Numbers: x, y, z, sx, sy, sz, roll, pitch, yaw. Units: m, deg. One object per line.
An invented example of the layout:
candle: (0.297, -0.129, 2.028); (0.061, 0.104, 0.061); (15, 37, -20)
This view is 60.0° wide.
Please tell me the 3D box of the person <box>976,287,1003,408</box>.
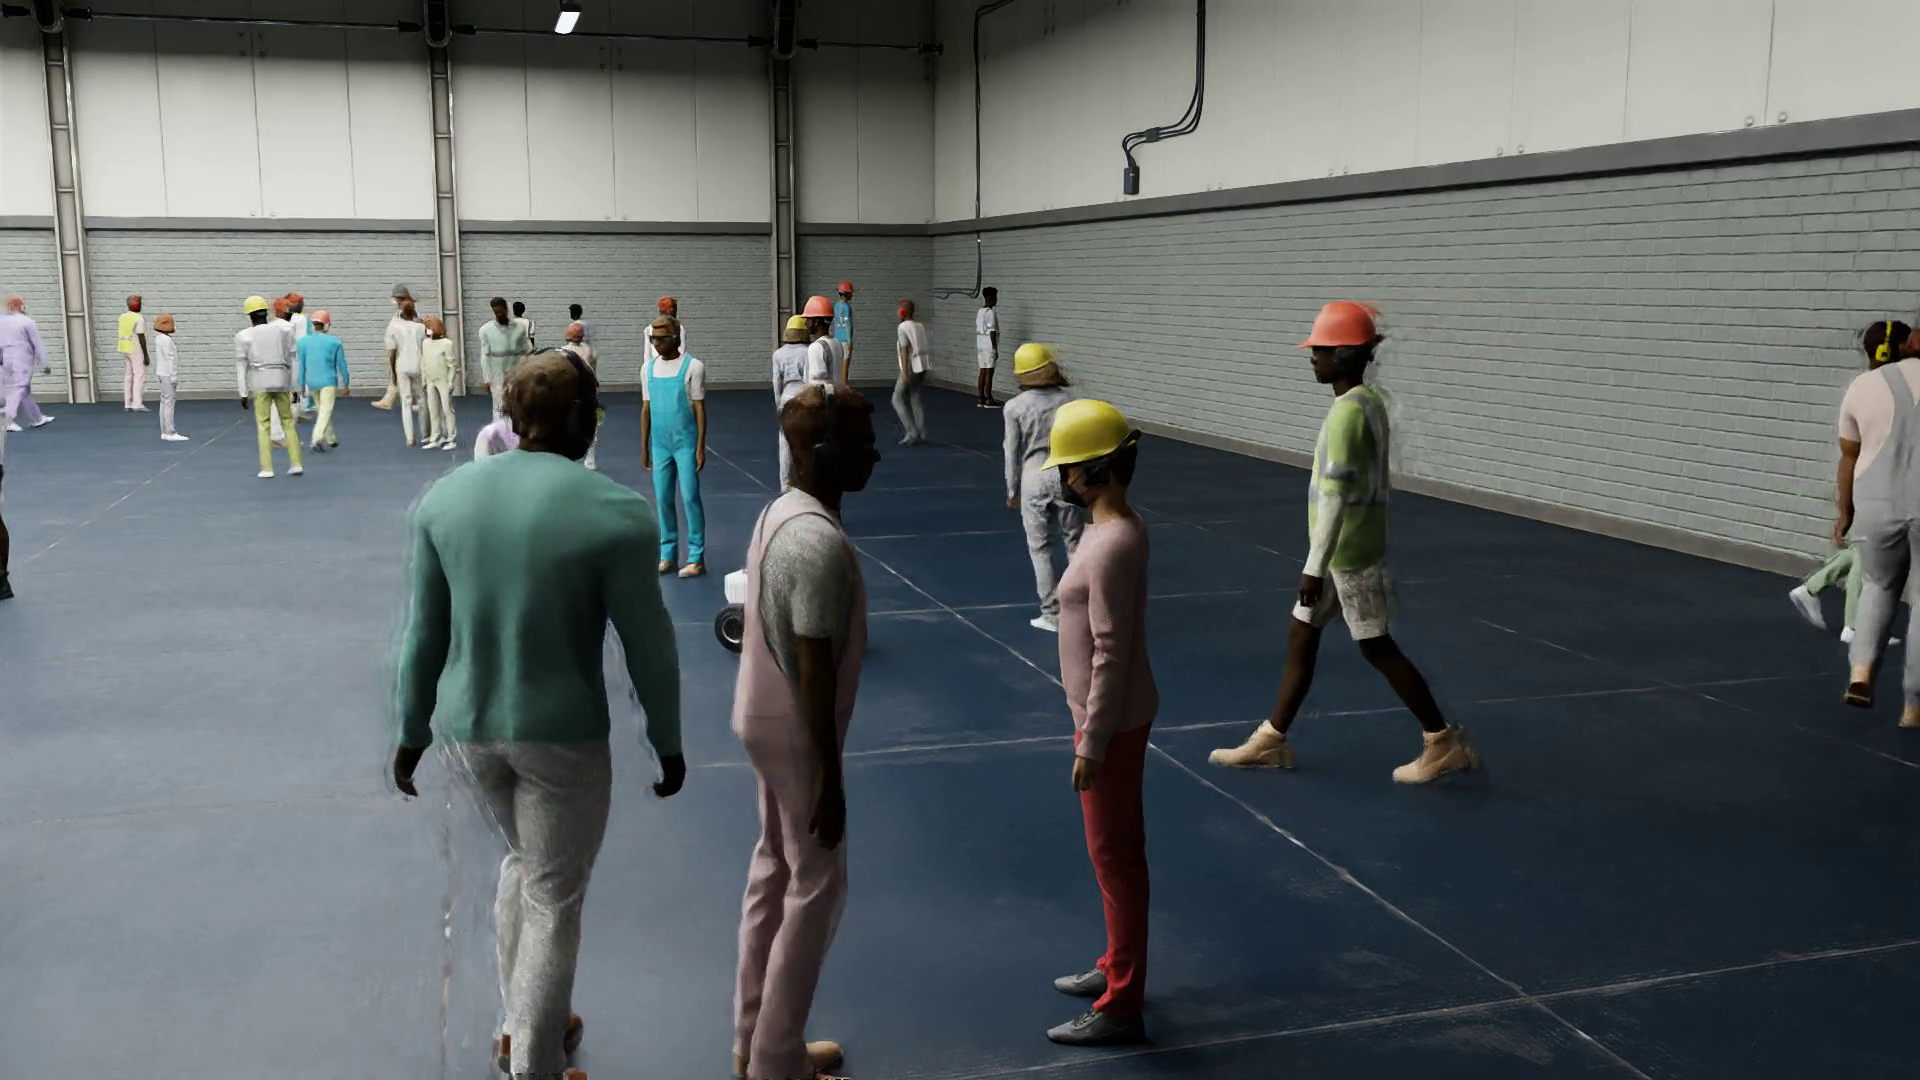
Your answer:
person: (0.468, -3.127, 26.992); (0.361, 1.965, 0.613); (-4, 10, -21)

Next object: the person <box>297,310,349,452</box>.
person: (-7.722, -1.926, 20.133); (0.575, 1.717, 0.864); (1, 9, 4)

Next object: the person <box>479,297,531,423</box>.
person: (-5.420, -1.959, 19.871); (0.638, 1.861, 0.777); (-8, 12, -42)

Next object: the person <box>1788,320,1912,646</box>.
person: (5.103, -0.317, 9.425); (0.483, 1.851, 0.535); (4, 10, 23)

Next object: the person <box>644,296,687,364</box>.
person: (-3.303, -1.806, 18.825); (0.585, 1.882, 0.337); (5, 10, 30)

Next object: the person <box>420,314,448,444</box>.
person: (-6.641, -2.029, 21.028); (0.310, 1.640, 0.514); (-8, 12, -42)

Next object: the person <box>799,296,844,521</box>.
person: (-1.157, -1.047, 13.812); (0.358, 1.938, 0.545); (2, 9, 13)

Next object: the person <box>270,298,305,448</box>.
person: (-8.399, -2.058, 20.555); (0.490, 1.845, 0.618); (-8, 12, -43)

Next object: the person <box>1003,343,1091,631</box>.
person: (0.536, -0.309, 9.854); (0.573, 1.707, 0.355); (-1, 9, -7)

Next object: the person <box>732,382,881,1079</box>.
person: (-0.390, 0.525, 4.188); (0.436, 1.823, 0.526); (-3, 9, -19)

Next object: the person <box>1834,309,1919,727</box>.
person: (4.473, -0.145, 7.729); (0.697, 2.000, 0.537); (9, 12, 44)

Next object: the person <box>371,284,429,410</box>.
person: (-8.856, -3.055, 26.296); (0.881, 2.000, 0.690); (-5, 10, -28)

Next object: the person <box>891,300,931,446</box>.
person: (-0.613, -2.069, 20.681); (0.482, 1.820, 0.617); (5, 10, 28)

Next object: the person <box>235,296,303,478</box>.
person: (-7.264, -1.601, 17.455); (0.599, 1.906, 0.430); (-7, 11, -37)

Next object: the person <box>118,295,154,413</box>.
person: (-12.904, -2.897, 25.960); (0.570, 1.835, 0.389); (6, 11, 34)

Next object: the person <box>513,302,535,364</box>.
person: (-7.535, -3.232, 28.509); (0.535, 1.700, 0.318); (-7, 11, -36)

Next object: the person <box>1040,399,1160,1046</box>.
person: (0.378, 0.496, 4.547); (0.327, 1.760, 0.523); (1, 9, 9)

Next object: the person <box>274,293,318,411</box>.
person: (-10.377, -2.904, 25.884); (0.586, 1.879, 1.001); (3, 9, 19)

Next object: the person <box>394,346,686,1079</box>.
person: (-1.025, 0.481, 4.157); (0.704, 1.909, 0.701); (3, 9, 18)

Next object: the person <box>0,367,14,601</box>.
person: (-6.375, -0.554, 10.666); (0.542, 1.939, 0.368); (3, 9, 16)

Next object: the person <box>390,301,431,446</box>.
person: (-6.898, -2.097, 20.957); (0.520, 1.799, 0.868); (-2, 9, -14)

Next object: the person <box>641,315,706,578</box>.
person: (-2.006, -0.650, 11.627); (0.517, 1.835, 0.359); (3, 10, 21)

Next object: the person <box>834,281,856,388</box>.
person: (-2.014, -3.534, 29.344); (0.374, 2.043, 0.612); (-4, 10, -24)

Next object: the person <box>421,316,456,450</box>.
person: (-6.365, -1.910, 20.290); (0.507, 1.630, 0.268); (4, 10, 25)

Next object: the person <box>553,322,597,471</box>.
person: (-4.128, -1.521, 17.837); (0.511, 1.630, 0.348); (-5, 10, -31)

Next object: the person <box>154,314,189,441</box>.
person: (-10.219, -2.100, 21.488); (0.281, 1.636, 0.500); (-7, 11, -38)

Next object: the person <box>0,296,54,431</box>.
person: (-12.943, -2.439, 22.972); (0.670, 1.850, 1.019); (3, 9, 17)

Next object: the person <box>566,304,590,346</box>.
person: (-6.407, -3.061, 27.494); (0.731, 1.666, 0.547); (2, 9, 12)

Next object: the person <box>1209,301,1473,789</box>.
person: (1.611, 0.030, 6.800); (1.071, 1.997, 0.617); (2, 9, 15)

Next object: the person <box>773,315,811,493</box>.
person: (-1.548, -1.285, 15.974); (0.483, 1.736, 0.311); (4, 10, 22)

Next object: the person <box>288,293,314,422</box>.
person: (-9.651, -2.640, 24.175); (0.603, 1.867, 0.481); (5, 10, 27)
